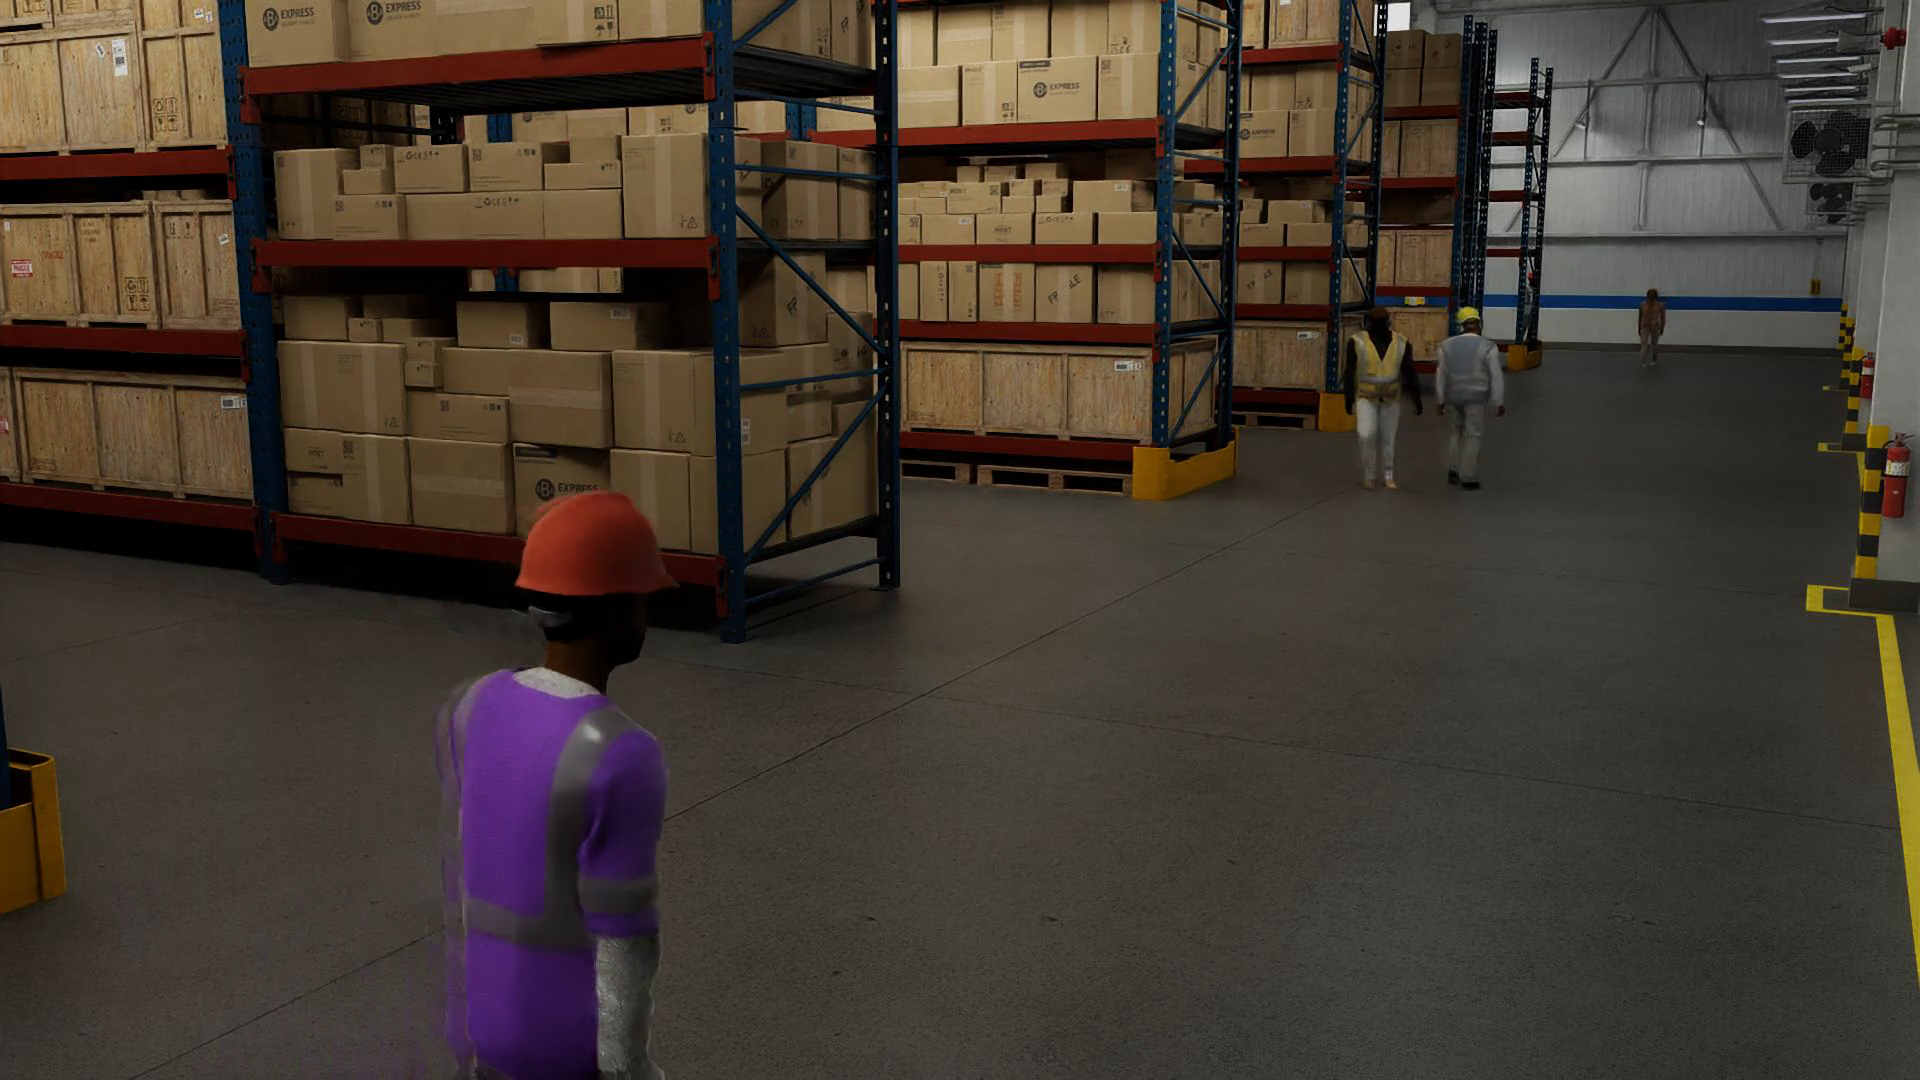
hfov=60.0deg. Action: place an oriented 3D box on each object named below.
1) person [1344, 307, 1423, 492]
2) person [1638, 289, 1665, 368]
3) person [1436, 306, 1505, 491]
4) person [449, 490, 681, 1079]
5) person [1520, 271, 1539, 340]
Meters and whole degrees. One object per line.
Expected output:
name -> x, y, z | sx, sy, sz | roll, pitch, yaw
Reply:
person -> 4.145, -1.363, 16.267 | 0.745, 1.808, 0.596 | 1, 10, 3
person -> 14.174, -4.346, 34.088 | 0.523, 1.611, 0.800 | 6, 11, 31
person -> 5.033, -1.386, 16.380 | 0.632, 1.805, 0.470 | 8, 13, 40
person -> -0.779, 0.877, 2.953 | 0.562, 1.920, 0.706 | 7, 12, 37
person -> 13.076, -5.205, 38.112 | 0.551, 1.932, 0.377 | -5, 11, -27
